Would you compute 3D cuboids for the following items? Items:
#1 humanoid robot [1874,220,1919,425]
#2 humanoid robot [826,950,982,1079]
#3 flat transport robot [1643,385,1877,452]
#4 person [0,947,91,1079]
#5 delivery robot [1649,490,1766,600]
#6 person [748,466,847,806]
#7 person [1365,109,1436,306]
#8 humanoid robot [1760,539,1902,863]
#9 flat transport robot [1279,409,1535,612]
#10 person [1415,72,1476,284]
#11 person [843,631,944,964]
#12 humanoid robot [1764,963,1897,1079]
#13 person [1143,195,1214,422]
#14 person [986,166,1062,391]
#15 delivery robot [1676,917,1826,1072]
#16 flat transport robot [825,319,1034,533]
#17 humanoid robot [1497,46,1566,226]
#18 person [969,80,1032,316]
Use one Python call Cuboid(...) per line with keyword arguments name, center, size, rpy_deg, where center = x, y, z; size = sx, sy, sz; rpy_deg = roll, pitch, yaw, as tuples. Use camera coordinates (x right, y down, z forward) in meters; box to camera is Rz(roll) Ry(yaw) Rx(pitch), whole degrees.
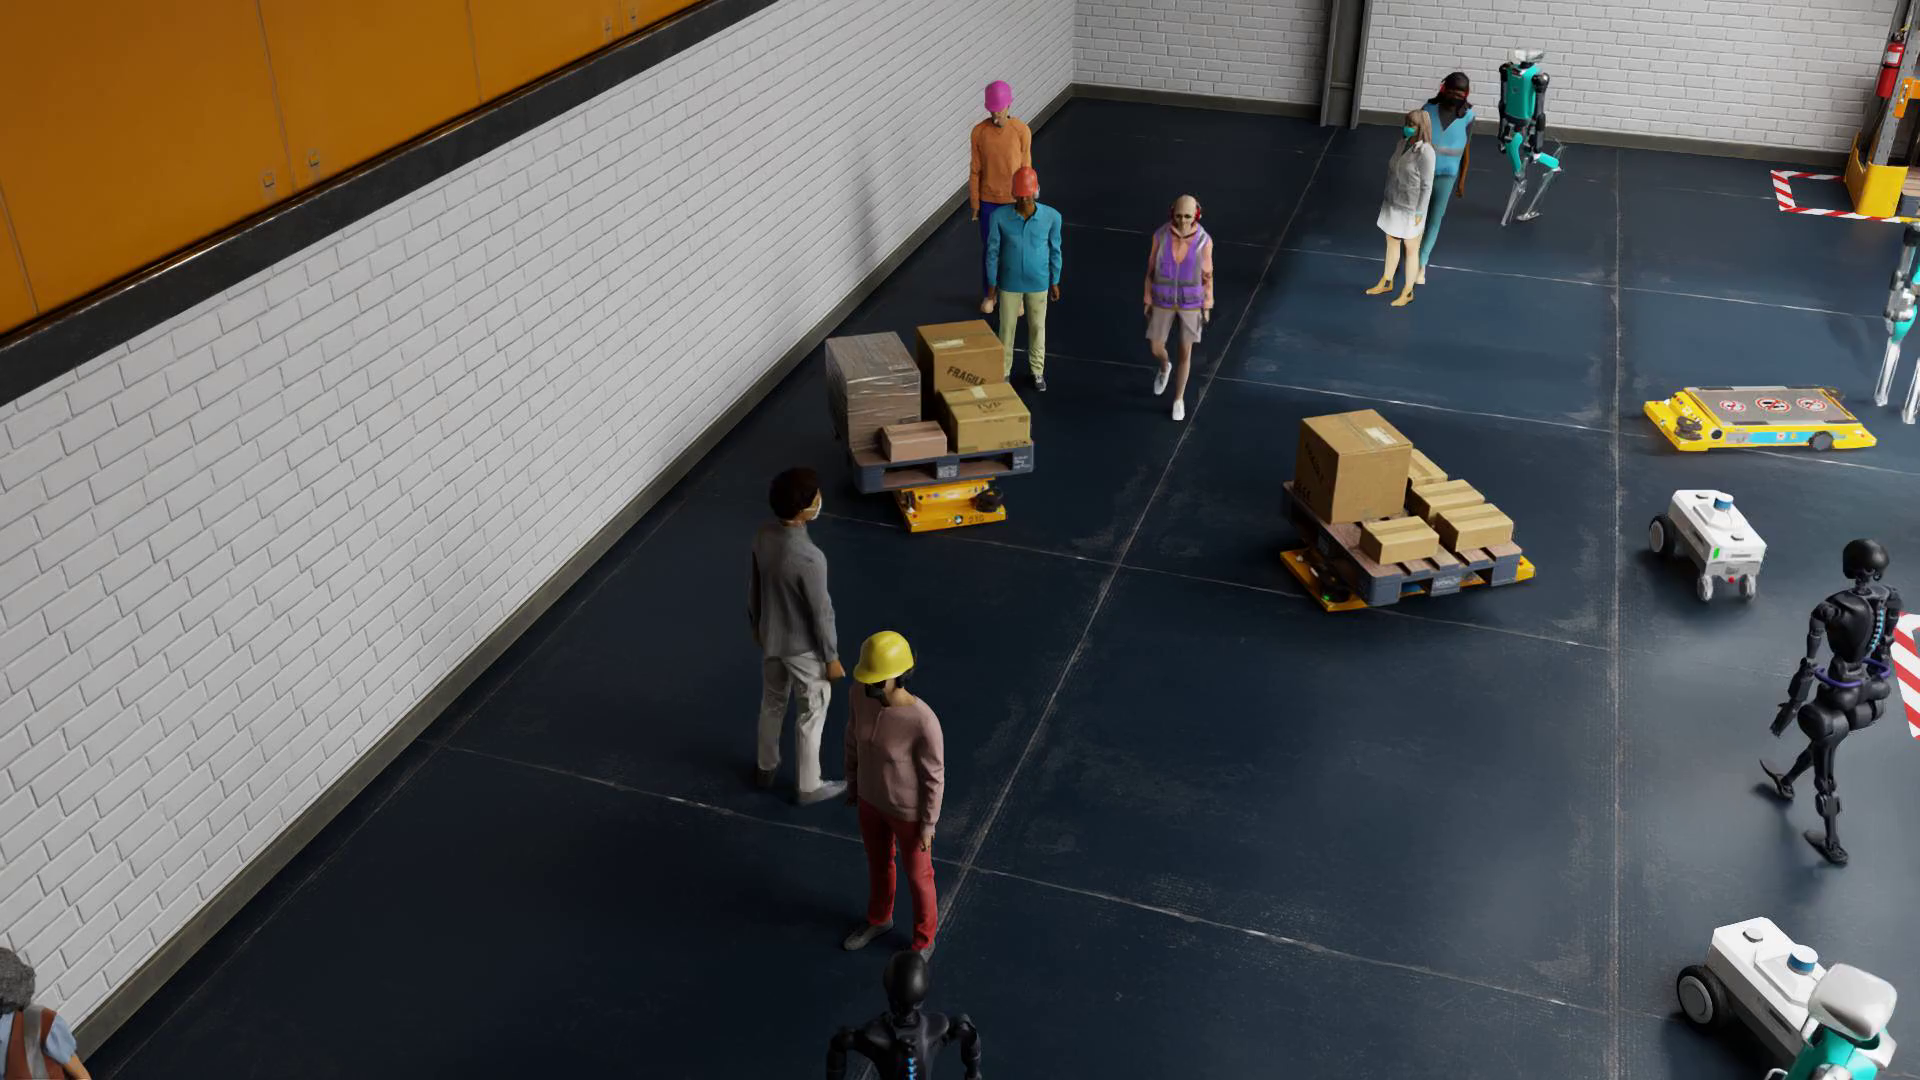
Cuboid(name="humanoid robot", center=(6.986, -1.699, 12.111), size=(0.557, 1.811, 0.824), rpy_deg=(12, 33, 20))
Cuboid(name="humanoid robot", center=(-0.225, 2.049, 5.788), size=(0.593, 1.627, 0.763), rpy_deg=(-6, 31, -10))
Cuboid(name="flat transport robot", center=(5.828, -0.884, 12.129), size=(1.431, 0.231, 0.659), rpy_deg=(-1, 30, -2))
Cuboid(name="person", center=(-3.188, 2.051, 5.731), size=(0.448, 1.687, 0.310), rpy_deg=(-9, 32, -15))
Cuboid(name="delivery robot", center=(4.692, -0.011, 10.380), size=(0.499, 0.613, 0.811), rpy_deg=(-1, 30, -1))
Cuboid(name="person", center=(-0.860, 0.486, 8.217), size=(0.638, 1.886, 0.366), rpy_deg=(24, 38, 35))
Cuboid(name="person", center=(3.737, -2.798, 14.009), size=(0.340, 1.659, 0.487), rpy_deg=(-14, 33, -23))
Cuboid(name="humanoid robot", center=(4.202, 0.727, 8.026), size=(0.591, 1.634, 0.710), rpy_deg=(-11, 32, -19))
Cuboid(name="flat transport robot", center=(2.802, 0.113, 10.434), size=(1.431, 0.231, 0.659), rpy_deg=(-9, 32, -14))
Cuboid(name="person", center=(4.127, -3.198, 14.508), size=(0.573, 1.841, 0.673), rpy_deg=(10, 32, 16))
Cuboid(name="person", center=(-0.298, 1.143, 7.204), size=(0.524, 1.768, 0.313), rpy_deg=(22, 37, 33))
Cuboid(name="humanoid robot", center=(2.580, 2.105, 5.706), size=(0.752, 1.901, 0.549), rpy_deg=(22, 37, 33))
Cuboid(name="person", center=(1.596, -1.705, 12.122), size=(0.516, 1.677, 0.411), rpy_deg=(6, 31, 10))
Cuboid(name="person", center=(0.478, -1.948, 12.473), size=(0.573, 1.749, 0.332), rpy_deg=(0, 30, 0))
Cuboid(name="delivery robot", center=(3.481, 1.953, 7.007), size=(0.499, 0.581, 0.774), rpy_deg=(-9, 32, -15))
Cuboid(name="flat transport robot", center=(-0.198, -0.502, 11.479), size=(0.659, 0.231, 1.431), rpy_deg=(-8, 31, -13))
Cuboid(name="humanoid robot", center=(5.387, -3.746, 15.575), size=(0.872, 1.788, 0.534), rpy_deg=(-17, 34, -26))
Cuboid(name="person", center=(0.332, -2.821, 13.750), size=(0.520, 1.973, 0.401), rpy_deg=(4, 31, 7))
